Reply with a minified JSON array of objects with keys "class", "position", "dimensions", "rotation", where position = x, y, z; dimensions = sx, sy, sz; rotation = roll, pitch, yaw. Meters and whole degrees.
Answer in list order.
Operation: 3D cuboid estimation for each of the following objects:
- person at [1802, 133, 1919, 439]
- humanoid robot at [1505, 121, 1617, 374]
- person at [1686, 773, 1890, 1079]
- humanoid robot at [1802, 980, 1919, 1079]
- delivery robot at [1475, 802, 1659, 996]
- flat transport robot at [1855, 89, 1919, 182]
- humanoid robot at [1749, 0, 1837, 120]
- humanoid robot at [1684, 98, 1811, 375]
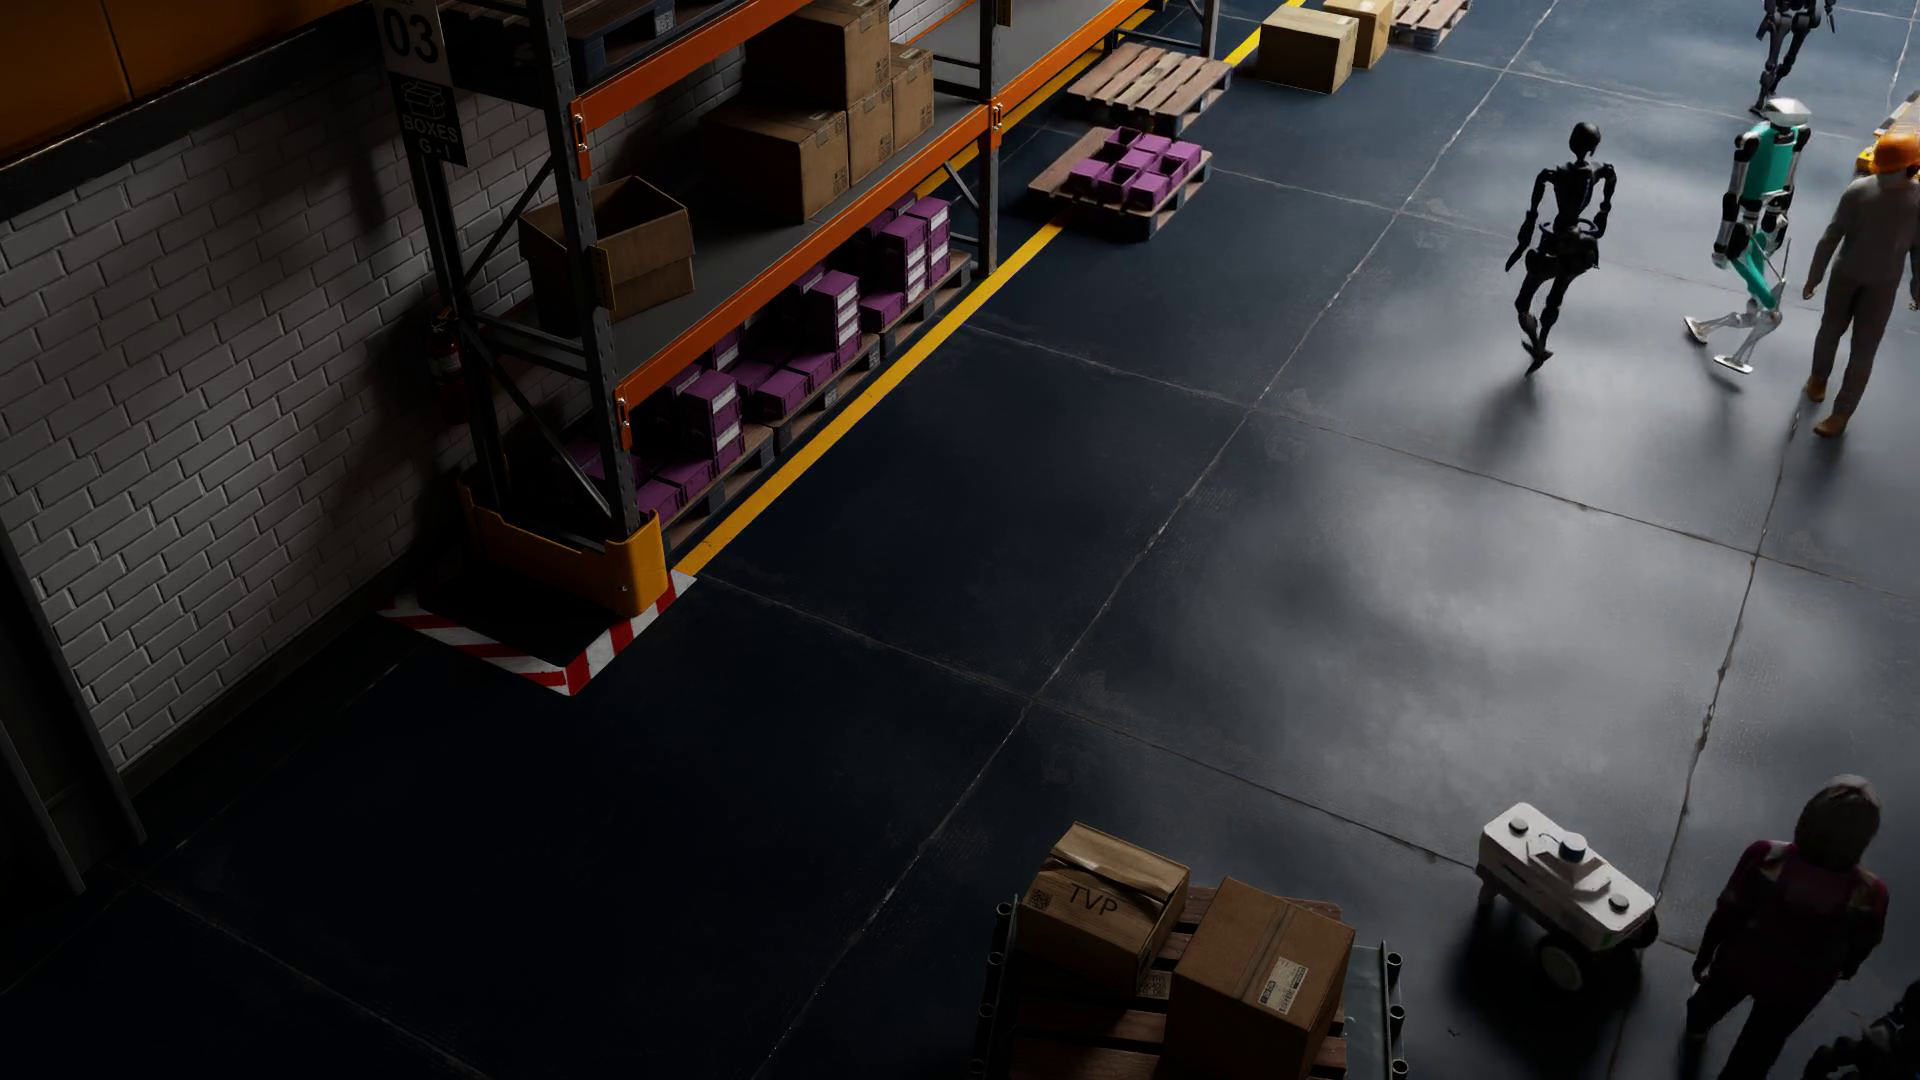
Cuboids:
[{"class":"person","position":[5.380,-1.526,9.869],"dimensions":[0.653,1.840,0.793],"rotation":[22,43,25]},{"class":"humanoid robot","position":[3.768,-1.799,10.343],"dimensions":[0.596,1.640,0.512],"rotation":[-6,39,-8]},{"class":"person","position":[3.030,1.486,6.123],"dimensions":[0.529,1.818,0.828],"rotation":[23,44,26]},{"class":"humanoid robot","position":[3.022,1.995,5.598],"dimensions":[0.609,1.646,0.318],"rotation":[1,39,1]},{"class":"delivery robot","position":[2.599,1.512,7.116],"dimensions":[0.524,0.614,0.785],"rotation":[-25,45,-28]},{"class":"flat transport robot","position":[7.705,-3.196,13.215],"dimensions":[0.659,0.231,1.431],"rotation":[28,46,30]},{"class":"humanoid robot","position":[6.799,-4.280,13.466],"dimensions":[0.615,1.644,0.607],"rotation":[0,39,0]},{"class":"humanoid robot","position":[5.010,-1.798,10.313],"dimensions":[0.543,1.775,0.964],"rotation":[-16,41,-19]}]
